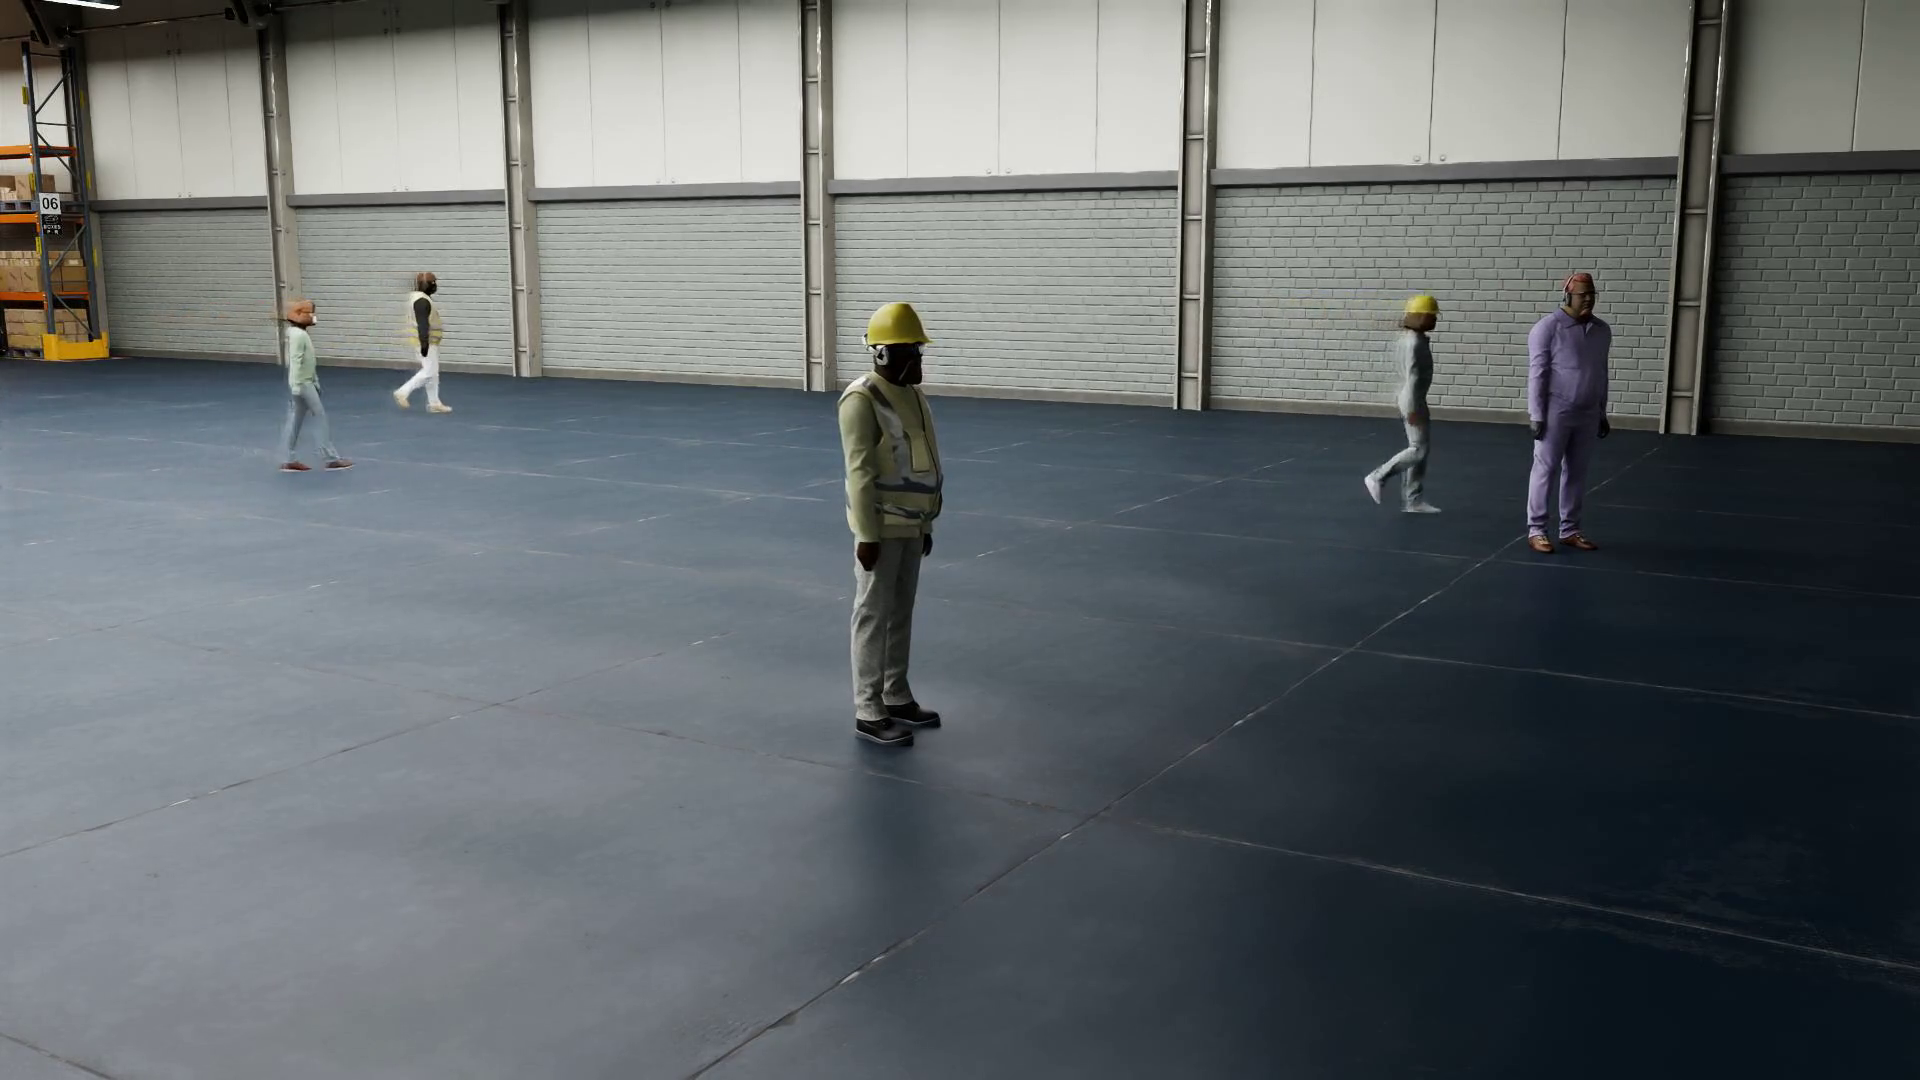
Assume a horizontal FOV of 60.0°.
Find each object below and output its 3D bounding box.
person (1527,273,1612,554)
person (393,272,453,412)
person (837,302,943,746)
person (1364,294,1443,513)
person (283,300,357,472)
[{"bbox_3d":[4.192,-0.865,11.393,0.642,1.909,0.399,-3,10,-19],"label":"person"},{"bbox_3d":[-6.928,-2.528,21.372,0.622,1.825,0.635,-3,10,-17],"label":"person"},{"bbox_3d":[-0.272,-0.075,6.984,0.404,1.835,0.586,4,11,23],"label":"person"},{"bbox_3d":[3.525,-1.064,13.066,0.494,1.725,0.498,4,10,21],"label":"person"},{"bbox_3d":[-6.040,-1.442,15.619,0.752,1.601,0.532,-3,10,-17],"label":"person"}]
